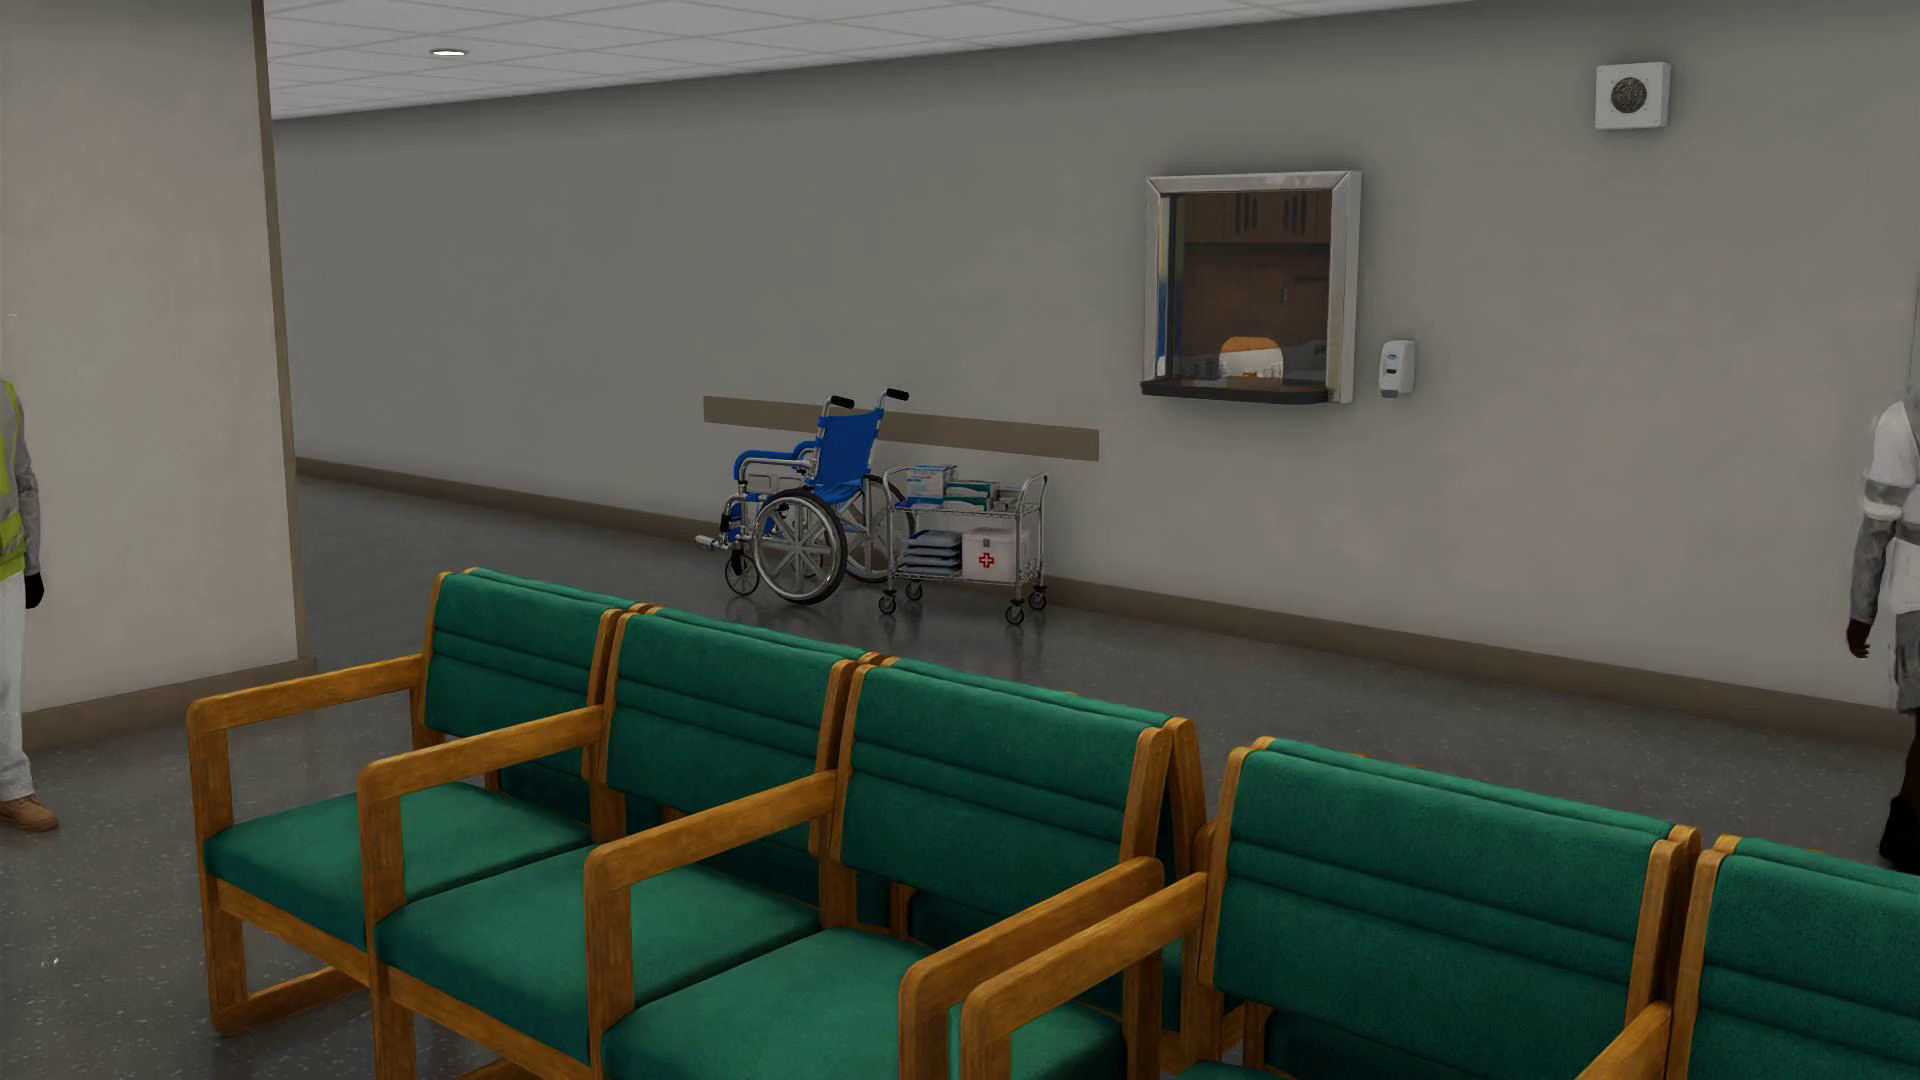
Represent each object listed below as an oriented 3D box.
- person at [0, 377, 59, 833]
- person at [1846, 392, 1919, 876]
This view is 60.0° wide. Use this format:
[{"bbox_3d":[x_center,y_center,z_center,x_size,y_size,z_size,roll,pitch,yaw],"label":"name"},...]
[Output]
[{"bbox_3d":[-3.283,0.108,5.405,0.430,1.836,0.630,6,12,31],"label":"person"},{"bbox_3d":[2.943,0.182,4.834,0.564,1.880,0.994,1,10,5],"label":"person"}]
